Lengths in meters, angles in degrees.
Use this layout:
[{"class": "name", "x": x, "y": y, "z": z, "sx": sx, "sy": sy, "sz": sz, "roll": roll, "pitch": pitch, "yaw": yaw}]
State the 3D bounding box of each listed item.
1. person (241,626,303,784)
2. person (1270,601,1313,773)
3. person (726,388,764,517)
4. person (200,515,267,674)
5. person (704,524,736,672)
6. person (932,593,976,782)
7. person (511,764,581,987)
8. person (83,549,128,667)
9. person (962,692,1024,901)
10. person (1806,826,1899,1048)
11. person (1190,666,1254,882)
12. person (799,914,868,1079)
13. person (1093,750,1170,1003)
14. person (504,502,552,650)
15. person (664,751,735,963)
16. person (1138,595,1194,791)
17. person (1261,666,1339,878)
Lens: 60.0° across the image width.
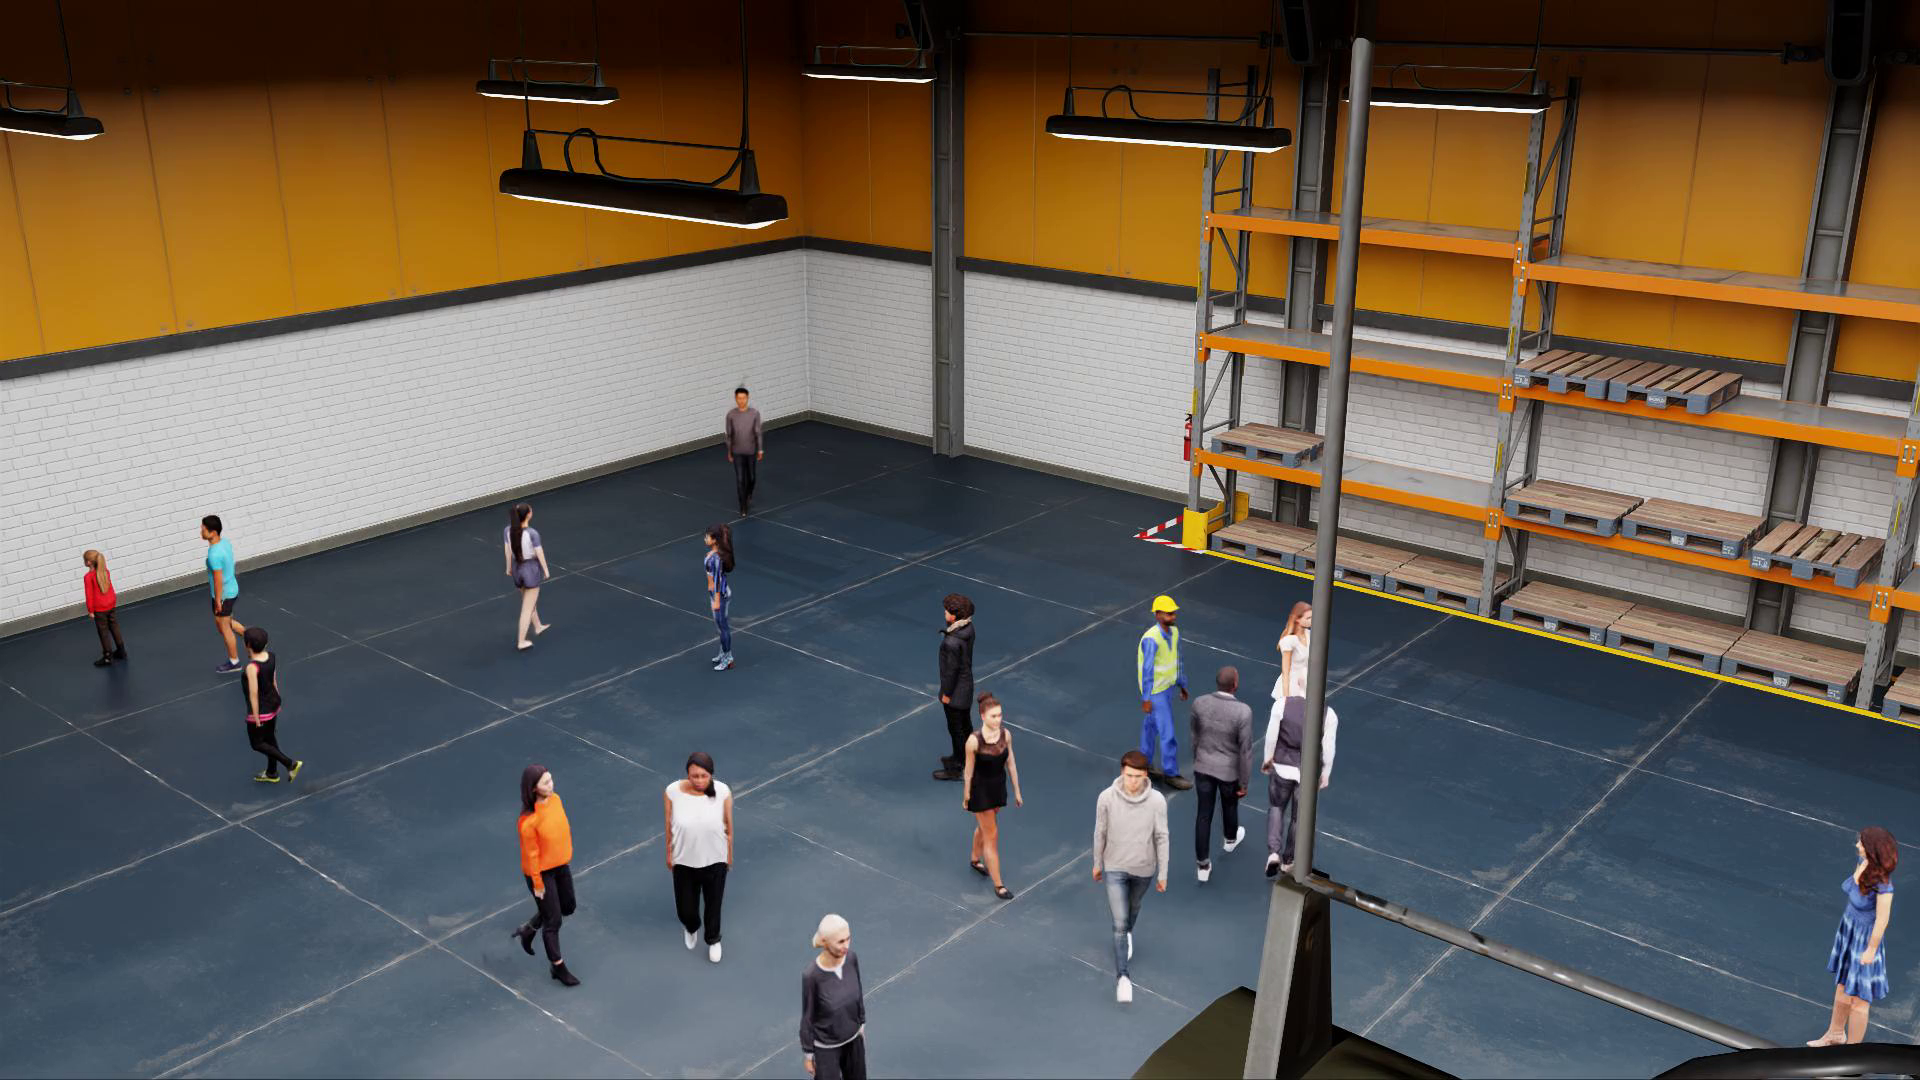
[{"class": "person", "x": -6.227, "y": 1.515, "z": 15.006, "sx": 0.899, "sy": 1.537, "sz": 0.752, "roll": 4, "pitch": 19, "yaw": 12}, {"class": "person", "x": 3.056, "y": 1.345, "z": 15.267, "sx": 0.563, "sy": 1.692, "sz": 0.586, "roll": 17, "pitch": 25, "yaw": 41}, {"class": "person", "x": -2.955, "y": -1.235, "z": 22.842, "sx": 1.045, "sy": 1.748, "sz": 1.113, "roll": -6, "pitch": 20, "yaw": -18}, {"class": "person", "x": -7.629, "y": 0.570, "z": 17.461, "sx": 0.925, "sy": 1.762, "sz": 0.872, "roll": -3, "pitch": 19, "yaw": -8}, {"class": "person", "x": -2.550, "y": 0.590, "z": 17.630, "sx": 0.754, "sy": 1.616, "sz": 0.680, "roll": -3, "pitch": 19, "yaw": -9}, {"class": "person", "x": -0.018, "y": 1.326, "z": 15.185, "sx": 0.727, "sy": 1.781, "sz": 0.712, "roll": 6, "pitch": 19, "yaw": 16}, {"class": "person", "x": -3.054, "y": 2.409, "z": 12.039, "sx": 0.929, "sy": 1.737, "sz": 0.792, "roll": 6, "pitch": 20, "yaw": 17}, {"class": "person", "x": -9.179, "y": 0.710, "z": 17.800, "sx": 0.595, "sy": 1.280, "sz": 0.562, "roll": 3, "pitch": 19, "yaw": 10}, {"class": "person", "x": 0.176, "y": 1.996, "z": 13.406, "sx": 0.732, "sy": 1.646, "sz": 1.005, "roll": -13, "pitch": 22, "yaw": -33}, {"class": "person", "x": 5.959, "y": 2.708, "z": 11.038, "sx": 0.765, "sy": 1.808, "sz": 0.760, "roll": 3, "pitch": 19, "yaw": 9}, {"class": "person", "x": 2.053, "y": 1.913, "z": 13.443, "sx": 1.072, "sy": 1.780, "sz": 0.977, "roll": 8, "pitch": 20, "yaw": 22}, {"class": "person", "x": -0.819, "y": 3.024, "z": 10.243, "sx": 0.700, "sy": 1.717, "sz": 0.813, "roll": -16, "pitch": 24, "yaw": -39}, {"class": "person", "x": 1.243, "y": 2.343, "z": 12.118, "sx": 1.271, "sy": 1.811, "sz": 1.252, "roll": 0, "pitch": 19, "yaw": 1}, {"class": "person", "x": -4.781, "y": 0.419, "z": 18.125, "sx": 0.889, "sy": 1.623, "sz": 0.805, "roll": 9, "pitch": 20, "yaw": 24}, {"class": "person", "x": -1.935, "y": 2.323, "z": 12.393, "sx": 0.778, "sy": 1.673, "sz": 0.829, "roll": -2, "pitch": 19, "yaw": -7}, {"class": "person", "x": 1.741, "y": 1.339, "z": 15.115, "sx": 0.916, "sy": 1.800, "sz": 0.740, "roll": 11, "pitch": 22, "yaw": 31}, {"class": "person", "x": 2.694, "y": 1.923, "z": 13.382, "sx": 1.014, "sy": 1.800, "sz": 1.010, "roll": 4, "pitch": 19, "yaw": 11}]
